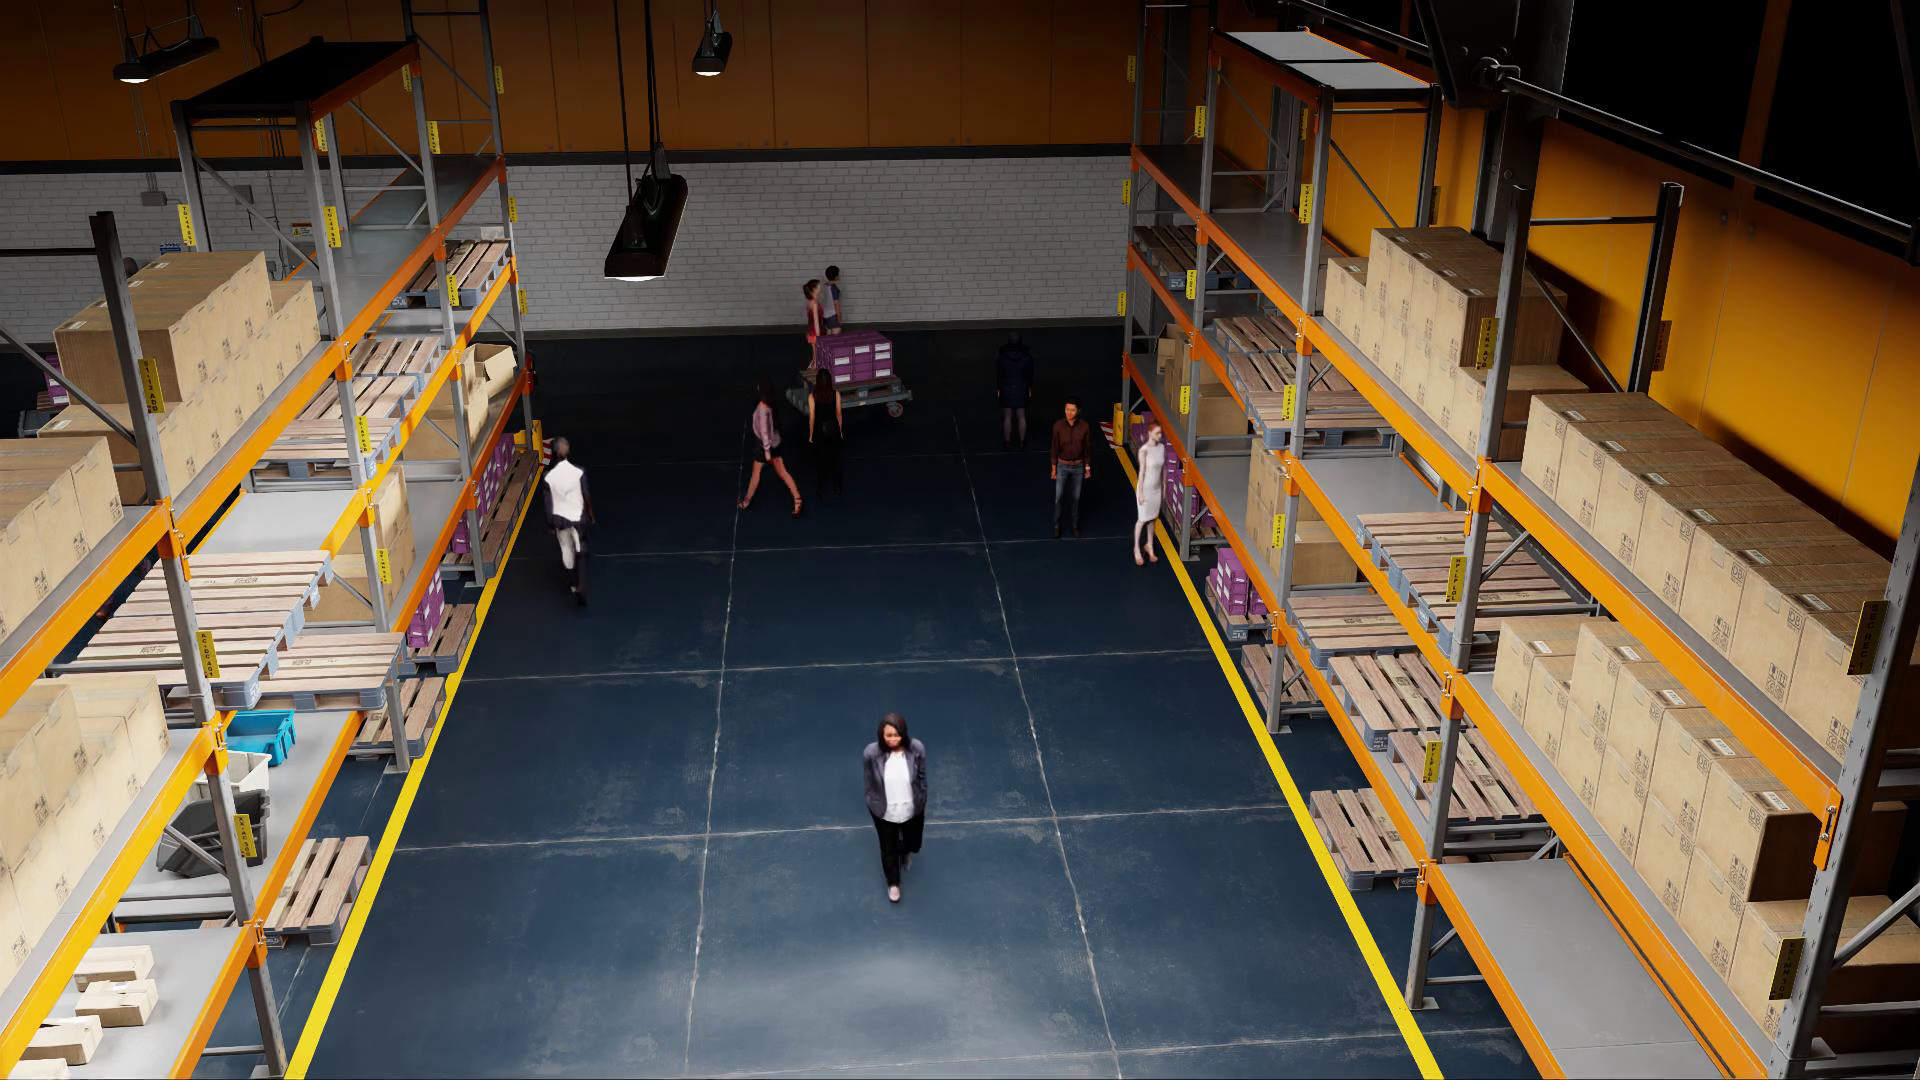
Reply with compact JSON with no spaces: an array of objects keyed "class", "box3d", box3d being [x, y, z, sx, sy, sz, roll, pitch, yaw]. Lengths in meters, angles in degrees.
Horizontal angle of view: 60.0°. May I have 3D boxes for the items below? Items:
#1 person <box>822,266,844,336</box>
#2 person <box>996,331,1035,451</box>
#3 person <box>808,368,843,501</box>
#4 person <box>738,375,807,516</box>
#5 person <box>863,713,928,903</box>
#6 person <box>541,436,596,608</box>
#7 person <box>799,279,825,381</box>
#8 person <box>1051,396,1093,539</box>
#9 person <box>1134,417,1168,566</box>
[{"class":"person","box3d":[-2.018,-3.558,26.200,0.704,1.563,0.594,-13,27,-28]},{"class":"person","box3d":[0.742,-2.035,22.575,0.679,1.674,0.662,0,24,0]},{"class":"person","box3d":[-1.692,-1.343,20.978,0.635,1.685,0.601,-7,25,-16]},{"class":"person","box3d":[-2.226,-1.101,20.342,0.903,1.752,1.130,4,24,8]},{"class":"person","box3d":[-0.504,2.085,13.265,0.697,1.582,0.819,-4,24,-9]},{"class":"person","box3d":[-4.230,-0.179,18.084,0.686,1.870,1.114,-3,24,-7]},{"class":"person","box3d":[-2.232,-3.027,24.759,0.689,1.742,0.661,-7,24,-15]},{"class":"person","box3d":[1.309,-0.880,19.804,0.647,1.778,0.520,-1,24,-2]},{"class":"person","box3d":[2.161,-0.564,19.062,0.644,1.793,0.656,-17,29,-33]}]
